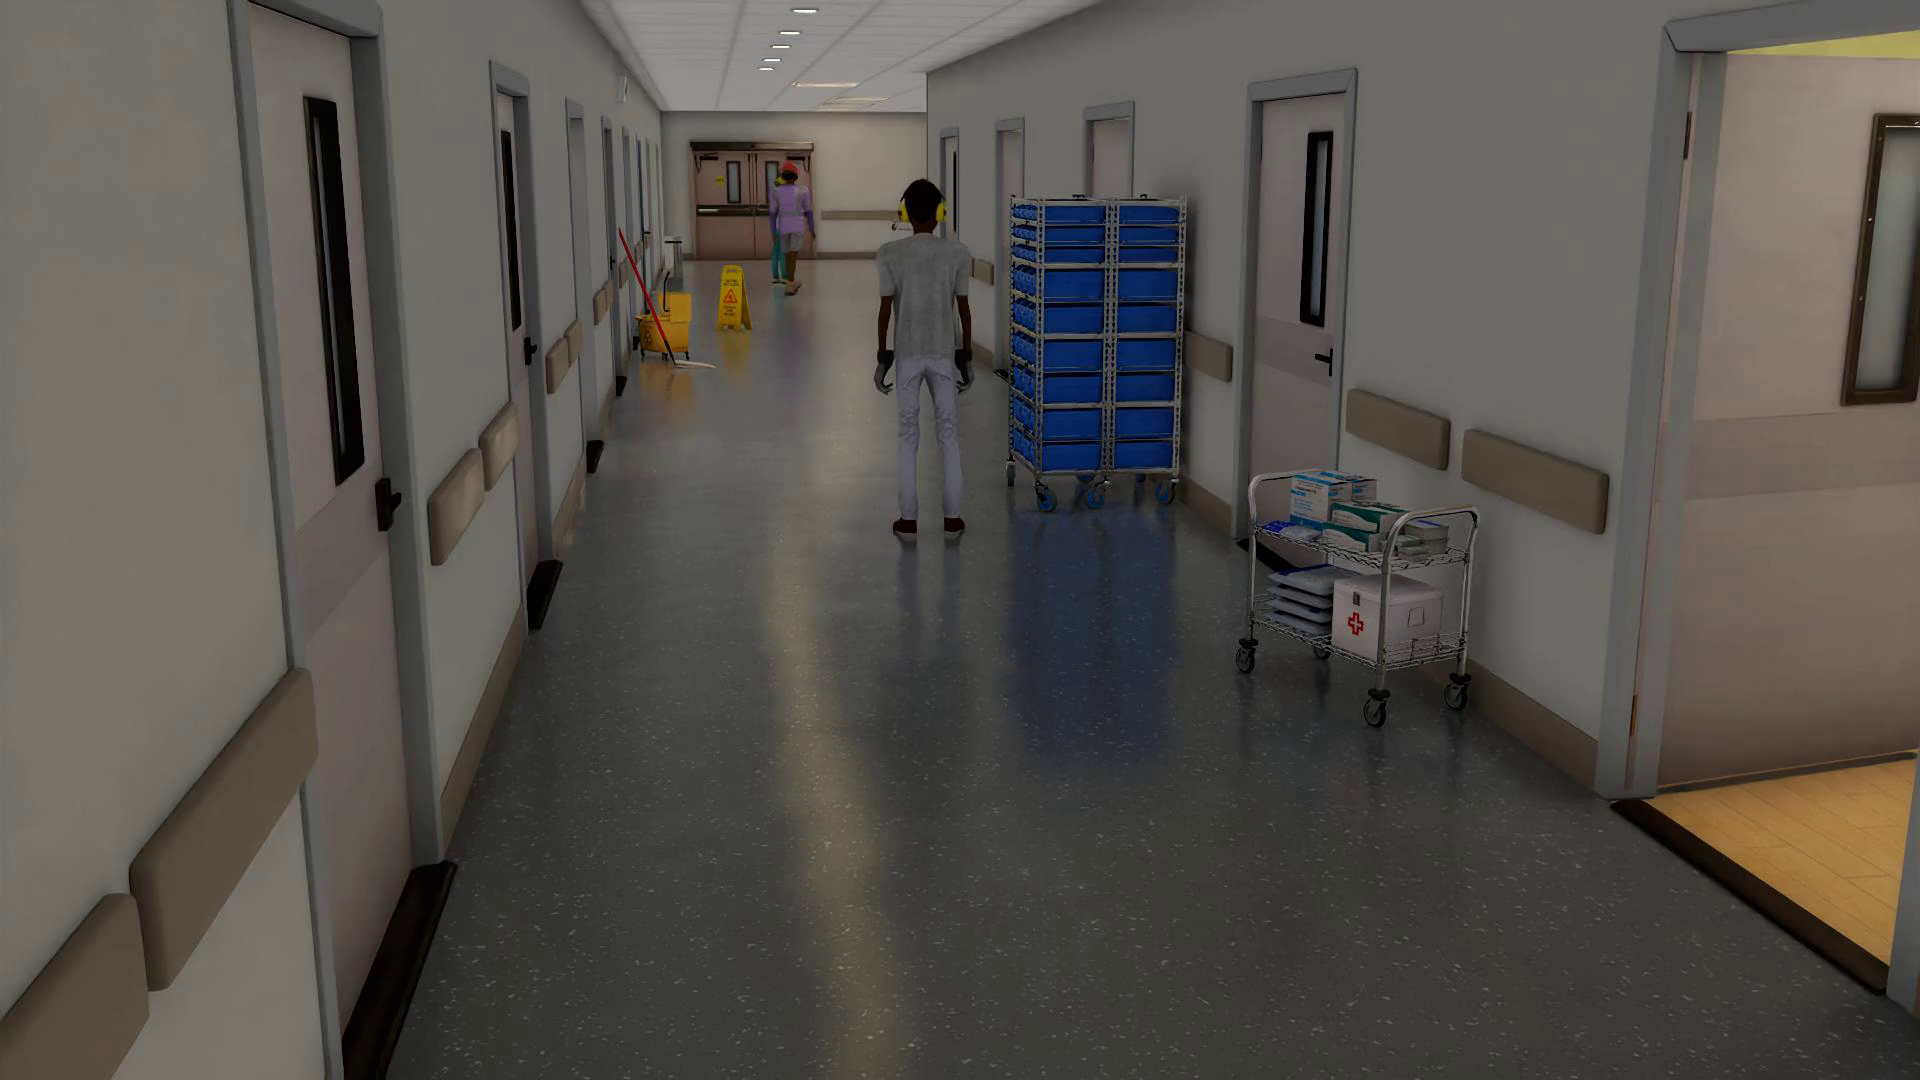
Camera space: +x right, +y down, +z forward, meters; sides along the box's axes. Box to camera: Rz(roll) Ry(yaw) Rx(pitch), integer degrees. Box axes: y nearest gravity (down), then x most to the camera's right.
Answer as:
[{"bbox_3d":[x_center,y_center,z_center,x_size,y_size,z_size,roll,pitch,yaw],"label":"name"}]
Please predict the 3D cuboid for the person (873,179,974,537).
[{"bbox_3d":[-0.189,-0.942,8.727,0.532,1.864,0.312,-2,13,-7],"label":"person"}]

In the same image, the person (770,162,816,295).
[{"bbox_3d":[-2.550,-4.727,25.289,0.624,1.984,1.097,3,13,11],"label":"person"}]

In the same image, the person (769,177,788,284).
[{"bbox_3d":[-2.939,-5.123,27.538,0.328,1.759,0.524,-11,17,-40],"label":"person"}]
